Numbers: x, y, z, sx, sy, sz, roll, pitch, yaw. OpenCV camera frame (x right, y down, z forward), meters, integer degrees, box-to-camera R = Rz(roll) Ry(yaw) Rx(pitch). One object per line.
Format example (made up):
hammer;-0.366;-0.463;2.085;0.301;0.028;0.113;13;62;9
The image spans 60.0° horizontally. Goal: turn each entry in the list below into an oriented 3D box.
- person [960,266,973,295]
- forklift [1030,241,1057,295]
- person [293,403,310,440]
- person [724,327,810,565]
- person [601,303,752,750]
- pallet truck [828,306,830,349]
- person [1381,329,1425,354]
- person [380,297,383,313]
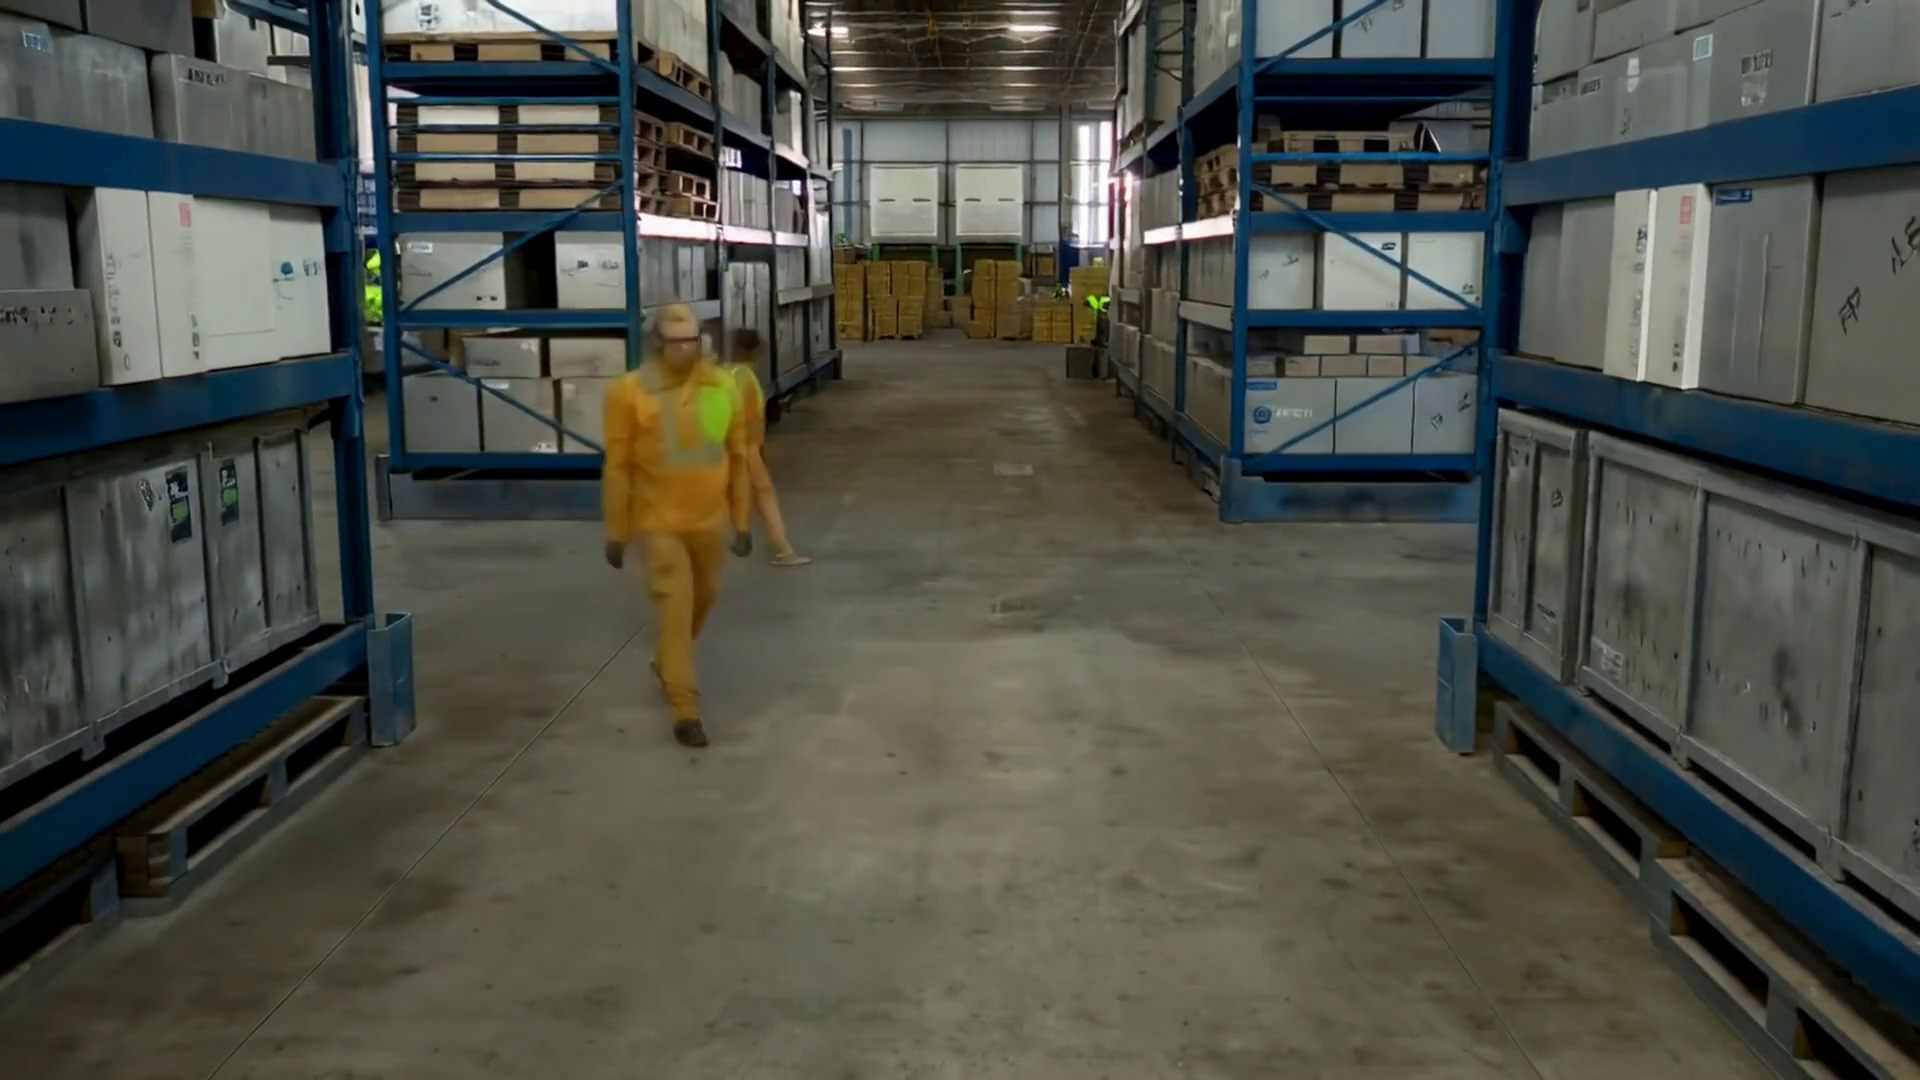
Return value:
person;0.171;-9.364;62.588;0.642;1.898;0.955;-7;12;-38
forklift;3.230;-10.143;64.321;1.129;2.768;1.873;0;9;1
person;-6.958;-1.693;16.758;0.646;1.863;0.965;2;10;14
person;-1.479;-0.616;11.084;0.852;1.600;0.543;-1;10;-8
person;-1.231;-0.107;7.281;0.658;1.881;0.901;-6;11;-31
pallet truck;-3.100;-3.940;29.800;1.885;1.965;0.823;3;10;19
person;5.268;-2.312;19.915;0.611;2.042;0.395;-3;10;-17
person;-12.522;-5.062;36.695;0.592;1.944;0.612;-3;10;-19
